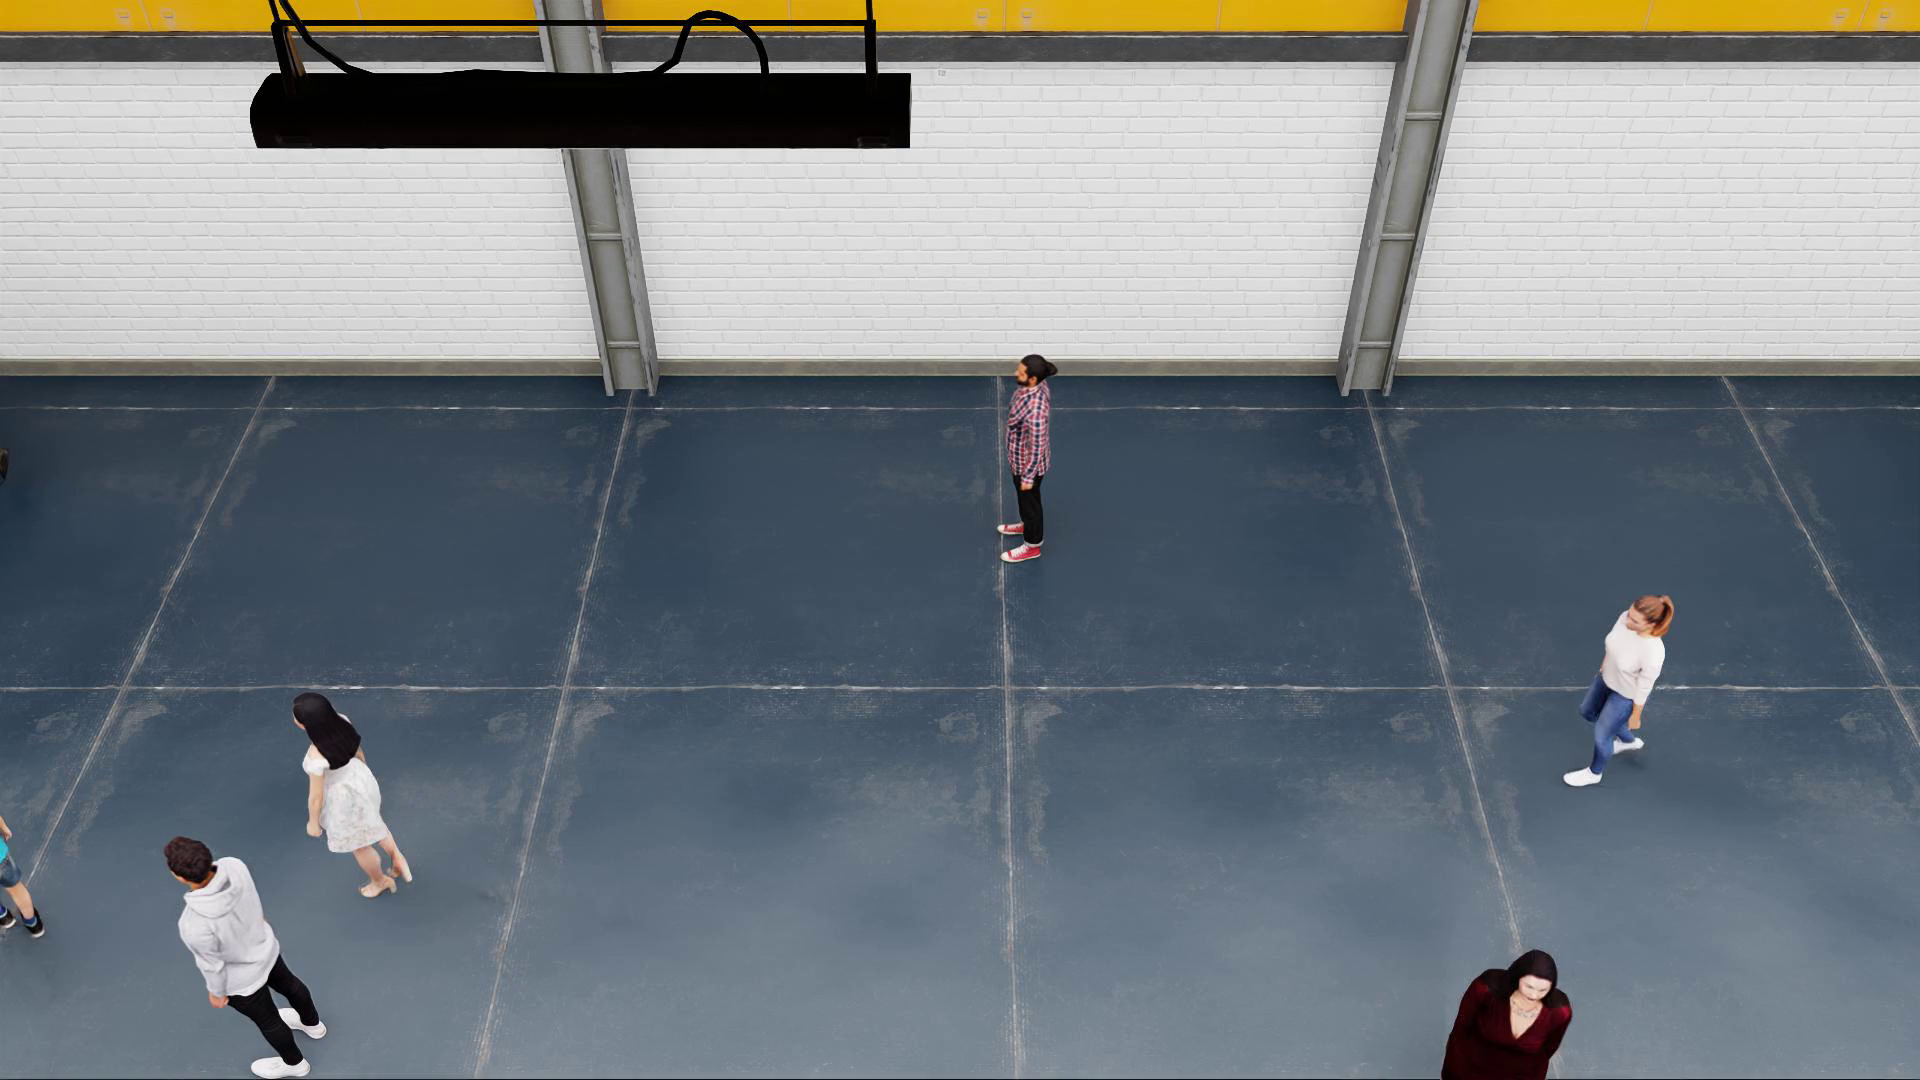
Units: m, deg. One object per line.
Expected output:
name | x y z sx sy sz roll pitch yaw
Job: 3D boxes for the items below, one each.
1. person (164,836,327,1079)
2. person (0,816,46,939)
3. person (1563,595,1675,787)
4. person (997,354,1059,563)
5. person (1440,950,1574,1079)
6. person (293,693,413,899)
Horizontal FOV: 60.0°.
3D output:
person | -3.717 2.170 8.660 0.621 1.929 0.713 5 44 6
person | -5.538 1.811 9.394 0.690 1.437 0.749 -32 52 -29
person | 4.092 0.909 10.145 0.795 1.707 0.664 -1 44 -1
person | 0.478 -0.598 11.688 0.598 1.760 0.697 -2 44 -3
person | 2.727 2.525 8.422 0.966 1.743 0.907 13 45 14
person | -3.428 1.501 9.478 0.705 1.769 0.700 6 44 6
